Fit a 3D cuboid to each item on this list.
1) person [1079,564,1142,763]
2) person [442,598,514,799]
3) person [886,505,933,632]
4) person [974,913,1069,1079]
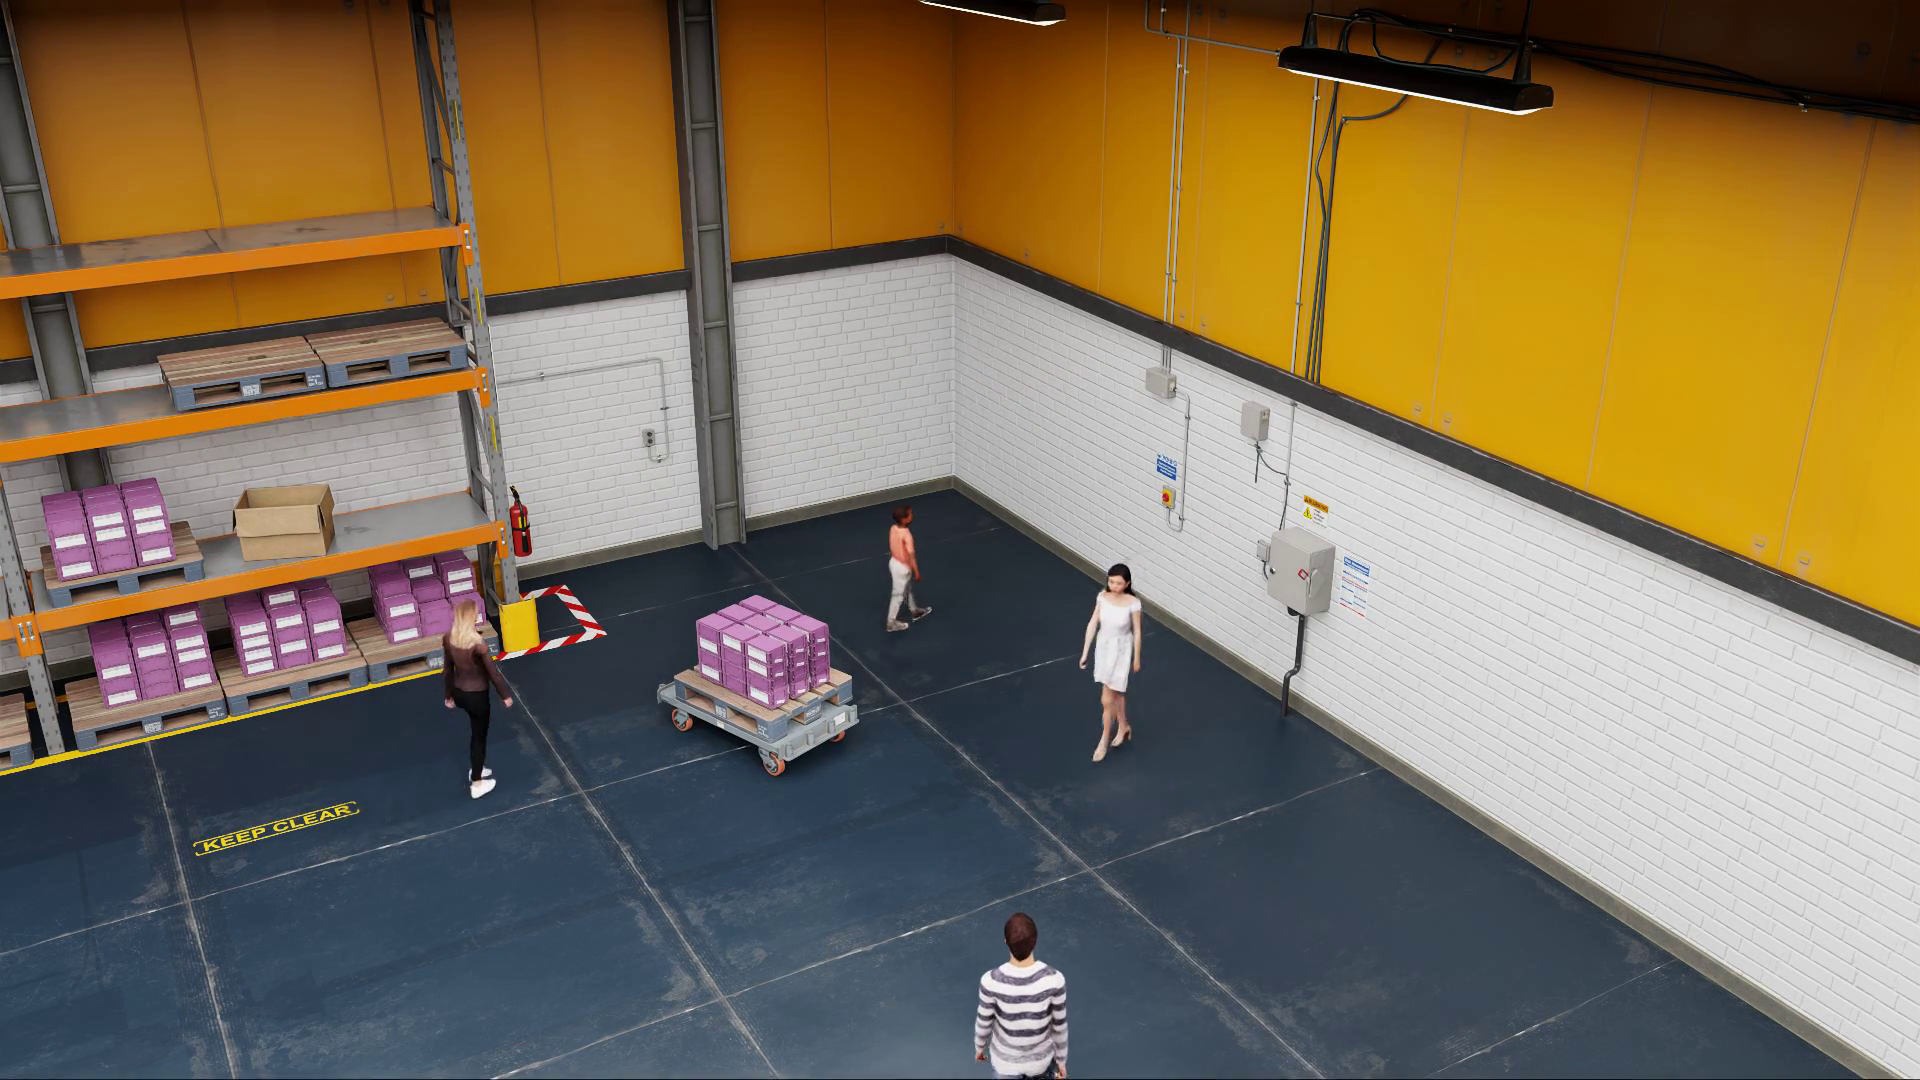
[{"bbox_3d":[1.356,0.972,13.978,0.764,1.754,0.888,20,31,38],"label":"person"},{"bbox_3d":[-3.967,1.306,13.298,0.741,1.686,0.773,16,28,32],"label":"person"},{"bbox_3d":[-0.627,0.281,16.134,0.766,1.293,0.528,-11,26,-24],"label":"person"},{"bbox_3d":[0.356,2.967,9.317,0.907,1.831,0.934,-1,24,-3],"label":"person"}]
